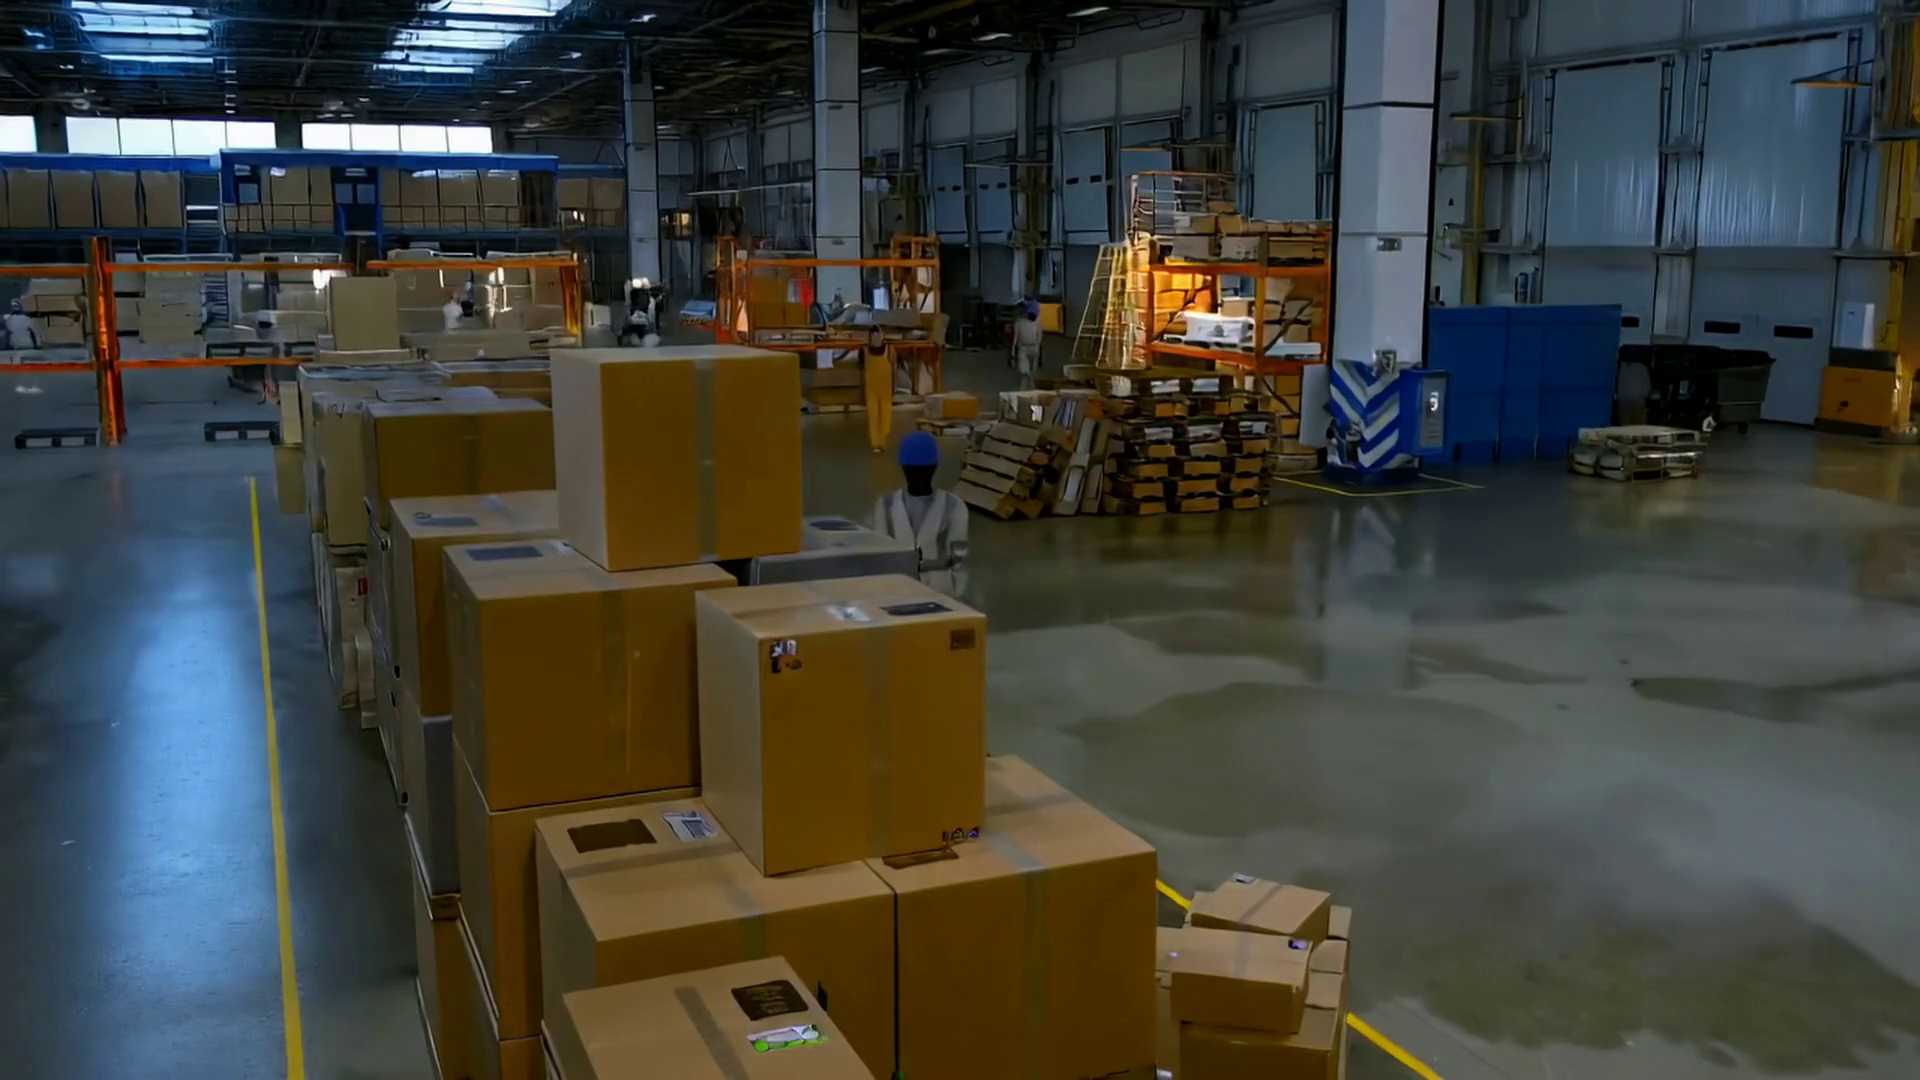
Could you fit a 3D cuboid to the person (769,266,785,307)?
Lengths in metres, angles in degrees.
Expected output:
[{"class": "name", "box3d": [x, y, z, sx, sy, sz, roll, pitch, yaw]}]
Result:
[{"class": "person", "box3d": [-7.973, -11.099, 72.418, 0.606, 1.942, 1.008, -5, 12, -27]}]

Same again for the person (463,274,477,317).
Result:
[{"class": "person", "box3d": [-14.916, -7.126, 50.618, 0.382, 1.917, 0.585, 1, 10, 6]}]

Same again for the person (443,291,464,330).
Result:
[{"class": "person", "box3d": [-10.945, -4.413, 35.789, 0.645, 1.898, 1.014, 7, 12, 34]}]

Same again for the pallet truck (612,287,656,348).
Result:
[{"class": "pallet truck", "box3d": [-6.464, -4.406, 35.401, 0.823, 1.965, 1.885, 6, 12, 32]}]

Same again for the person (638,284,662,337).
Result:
[{"class": "person", "box3d": [-8.094, -5.791, 43.598, 0.658, 1.790, 0.957, -5, 11, -24]}]

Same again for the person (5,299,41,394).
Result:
[{"class": "person", "box3d": [-18.184, -3.756, 32.308, 0.961, 1.817, 0.551, 6, 12, 31]}]

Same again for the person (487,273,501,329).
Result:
[{"class": "person", "box3d": [-14.820, -7.508, 52.785, 0.528, 1.905, 0.633, 0, 10, -2]}]

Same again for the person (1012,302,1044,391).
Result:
[{"class": "person", "box3d": [1.178, -3.233, 29.248, 0.552, 1.905, 0.807, -3, 11, -14]}]

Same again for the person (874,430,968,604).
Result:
[{"class": "person", "box3d": [-0.232, 0.346, 9.372, 0.545, 1.940, 0.352, 1, 10, 8]}]

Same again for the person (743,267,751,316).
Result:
[{"class": "person", "box3d": [-8.198, -9.579, 64.087, 0.373, 1.933, 0.551, -1, 10, -4]}]

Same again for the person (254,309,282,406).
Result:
[{"class": "person", "box3d": [-12.444, -3.279, 29.896, 0.492, 1.742, 0.321, 1, 10, 5]}]

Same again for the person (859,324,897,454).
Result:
[{"class": "person", "box3d": [-1.138, -2.085, 23.084, 0.542, 1.822, 0.462, -2, 10, -9]}]

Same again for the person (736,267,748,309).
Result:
[{"class": "person", "box3d": [-9.340, -10.715, 70.795, 0.621, 1.797, 0.948, 1, 10, 8]}]

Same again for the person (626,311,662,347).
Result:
[{"class": "person", "box3d": [-4.709, -2.437, 24.749, 0.593, 1.923, 0.373, 3, 11, 18]}]

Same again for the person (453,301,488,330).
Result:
[{"class": "person", "box3d": [-8.659, -3.288, 29.533, 0.645, 1.889, 0.828, -4, 11, -21]}]
